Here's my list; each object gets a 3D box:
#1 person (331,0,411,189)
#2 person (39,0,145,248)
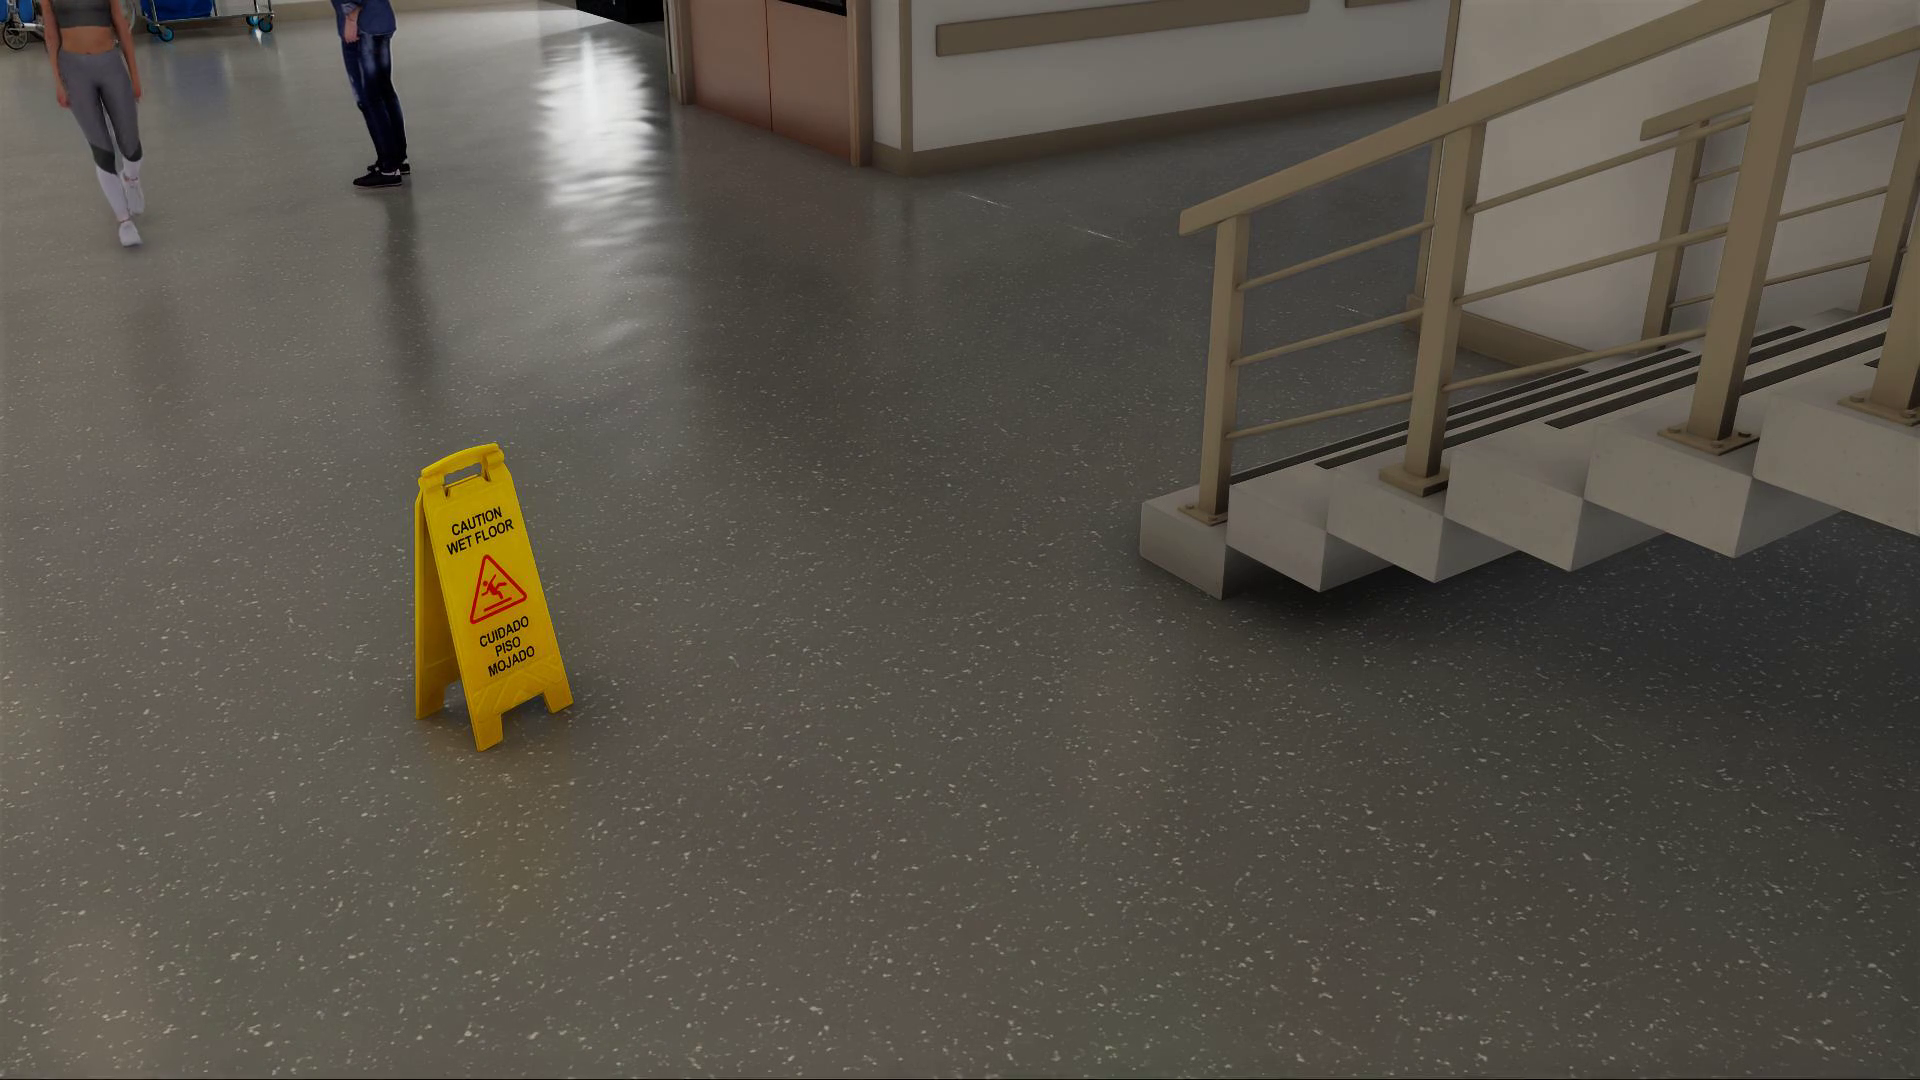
[{"bbox_3d":[-3.546,-3.039,9.882,0.864,1.825,0.733,-1,26,-3],"label":"person"},{"bbox_3d":[-4.547,-2.420,8.753,0.625,1.689,0.891,-13,29,-25],"label":"person"}]
